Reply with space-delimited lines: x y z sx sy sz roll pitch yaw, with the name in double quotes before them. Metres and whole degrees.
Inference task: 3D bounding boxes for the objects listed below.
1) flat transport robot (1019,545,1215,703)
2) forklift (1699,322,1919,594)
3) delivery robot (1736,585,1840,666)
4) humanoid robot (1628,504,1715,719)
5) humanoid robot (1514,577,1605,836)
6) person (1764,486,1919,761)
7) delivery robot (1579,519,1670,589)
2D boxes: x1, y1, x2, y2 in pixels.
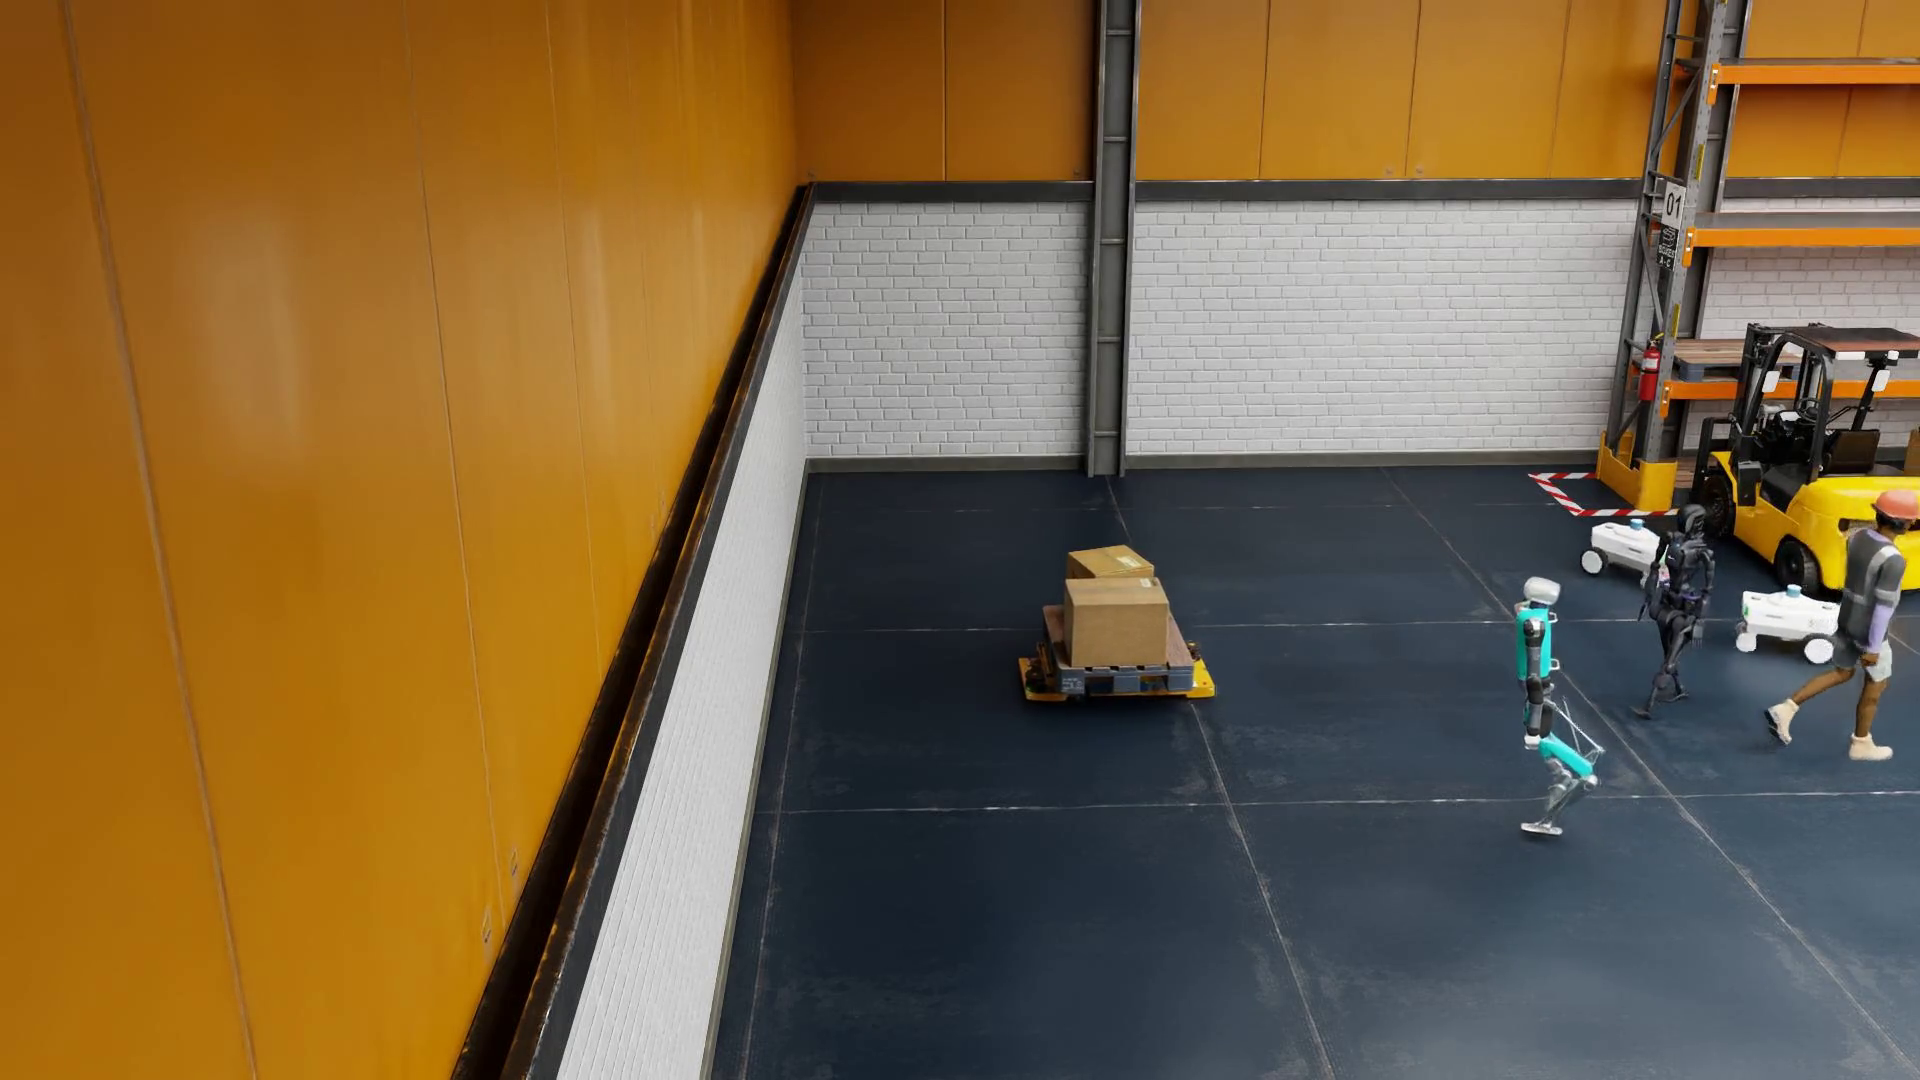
"flat transport robot" 1.194 1.014 12.805 1.431 0.231 0.659 -1 20 -3
"forklift" 7.809 -0.792 14.926 1.214 2.155 2.313 -1 20 -2
"delivery robot" 6.684 0.663 13.356 0.781 0.605 0.499 8 22 21
"humanoid robot" 5.220 0.504 12.199 0.772 1.623 0.607 -9 22 -23
"humanoid robot" 3.778 1.151 10.424 0.745 1.872 0.536 6 21 16
"person" 6.139 0.584 11.446 0.801 2.025 0.603 0 20 -1
"delivery robot" 5.992 0.108 14.874 0.499 0.614 0.812 -14 24 -33
